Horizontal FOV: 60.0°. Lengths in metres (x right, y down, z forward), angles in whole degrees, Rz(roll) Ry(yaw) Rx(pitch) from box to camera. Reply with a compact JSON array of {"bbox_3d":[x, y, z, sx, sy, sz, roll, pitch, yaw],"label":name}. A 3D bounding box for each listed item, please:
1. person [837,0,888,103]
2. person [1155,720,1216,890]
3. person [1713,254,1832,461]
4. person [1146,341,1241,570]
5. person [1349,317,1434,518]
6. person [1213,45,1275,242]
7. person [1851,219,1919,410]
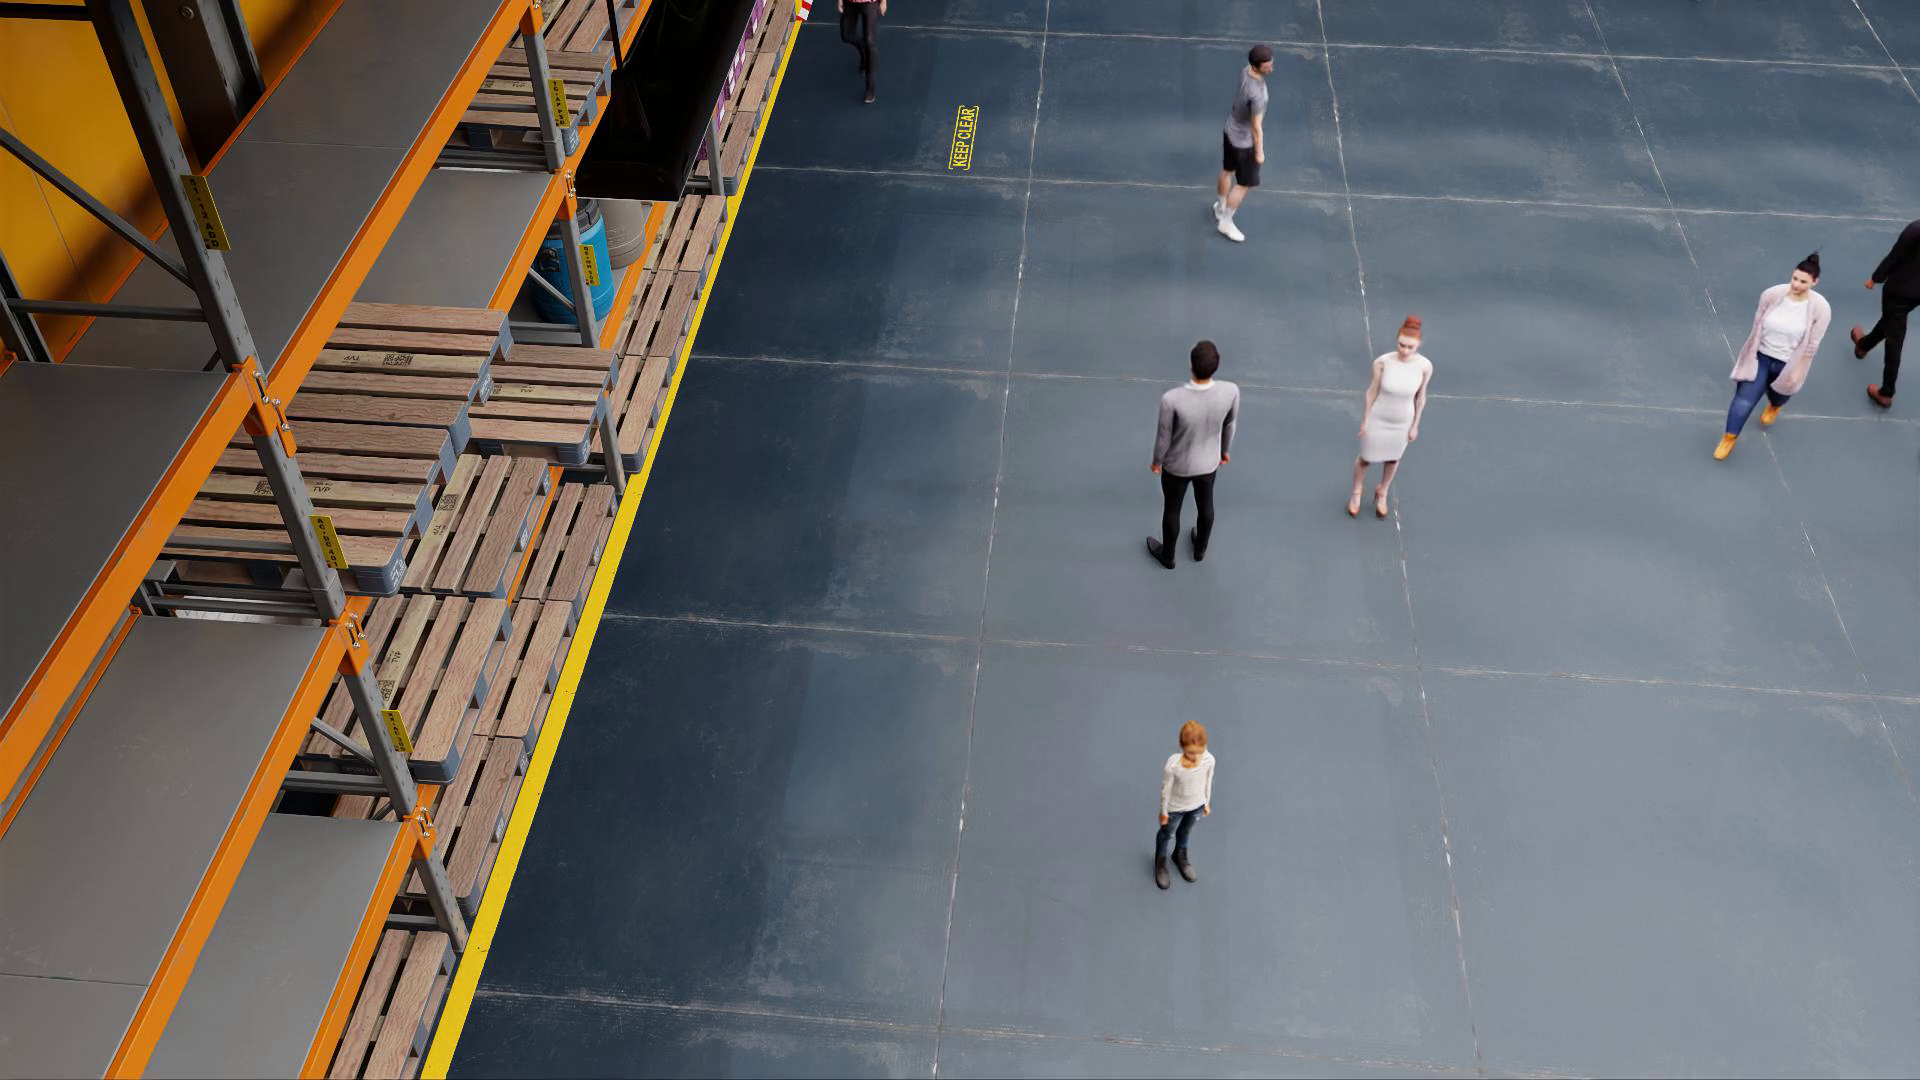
[{"bbox_3d":[-0.965,-5.398,16.501,0.750,1.945,1.000,9,44,9],"label":"person"},{"bbox_3d":[1.300,1.526,9.689,0.542,1.316,0.585,-12,45,-13],"label":"person"},{"bbox_3d":[6.177,-1.406,12.483,1.039,1.708,1.209,28,50,26],"label":"person"},{"bbox_3d":[1.600,-0.571,11.451,0.815,1.923,0.768,-10,45,-11],"label":"person"},{"bbox_3d":[3.069,-0.863,11.851,0.576,1.793,0.521,5,44,5],"label":"person"},{"bbox_3d":[2.442,-3.584,14.677,0.933,1.835,0.579,-14,45,-14],"label":"person"},{"bbox_3d":[7.388,-1.875,12.884,0.809,1.835,1.226,-2,44,-2],"label":"person"}]
